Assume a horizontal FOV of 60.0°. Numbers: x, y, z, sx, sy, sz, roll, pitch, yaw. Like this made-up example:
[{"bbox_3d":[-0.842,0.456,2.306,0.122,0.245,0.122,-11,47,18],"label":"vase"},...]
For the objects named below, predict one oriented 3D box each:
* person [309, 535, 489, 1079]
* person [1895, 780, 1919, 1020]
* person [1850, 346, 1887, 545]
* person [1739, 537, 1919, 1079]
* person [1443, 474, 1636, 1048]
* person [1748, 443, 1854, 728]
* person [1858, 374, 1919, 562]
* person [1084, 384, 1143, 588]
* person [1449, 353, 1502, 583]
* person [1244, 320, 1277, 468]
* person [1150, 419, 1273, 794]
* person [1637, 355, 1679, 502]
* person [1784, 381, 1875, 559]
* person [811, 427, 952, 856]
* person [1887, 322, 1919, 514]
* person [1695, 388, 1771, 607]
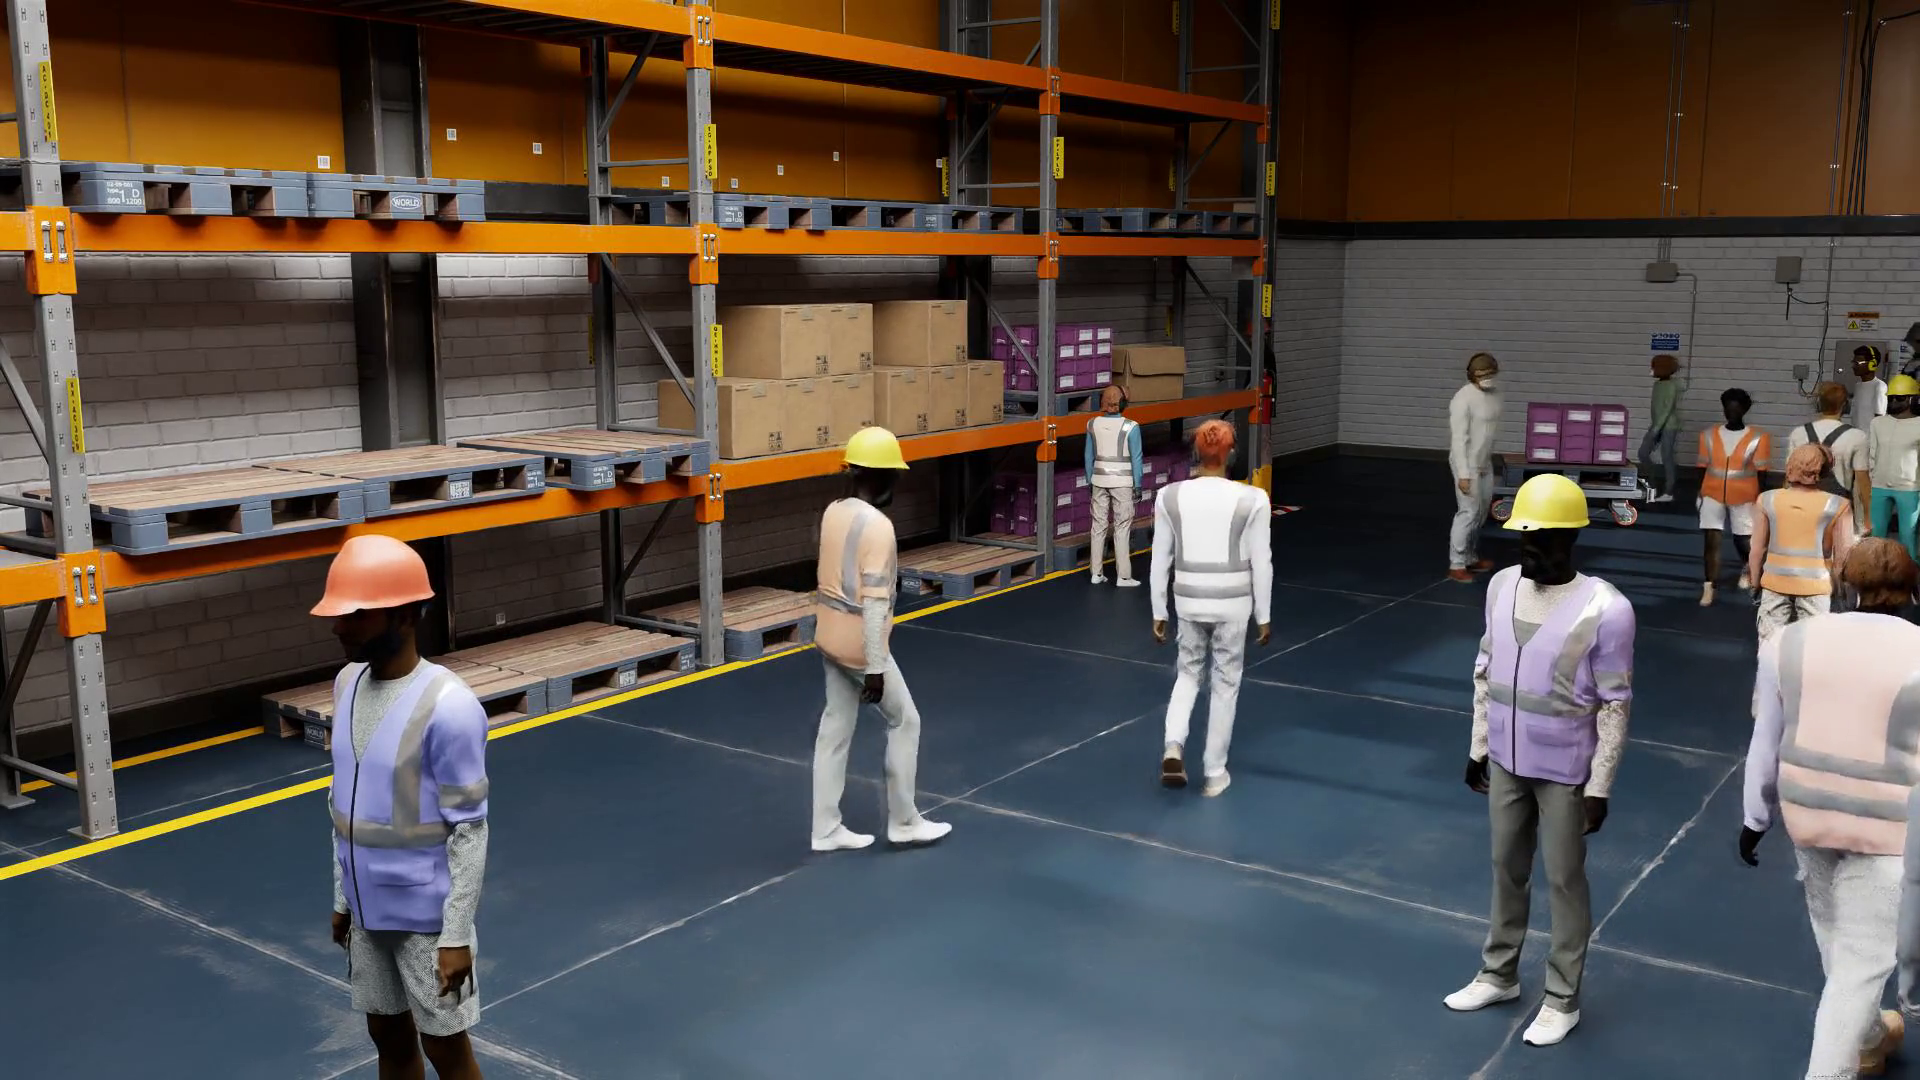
[{"bbox_3d":[-1.461,0.942,4.334,0.545,1.938,0.360,6,11,33],"label":"person"},{"bbox_3d":[2.640,1.131,4.221,0.513,1.602,0.805,8,12,39],"label":"person"},{"bbox_3d":[8.256,-0.841,15.200,0.324,1.862,0.511,1,10,4],"label":"person"},{"bbox_3d":[2.831,0.886,5.100,0.928,1.787,0.670,-7,12,-35],"label":"person"},{"bbox_3d":[1.954,0.732,5.613,0.373,1.928,0.584,-6,11,-32],"label":"person"},{"bbox_3d":[4.596,0.287,9.123,0.523,1.638,0.310,8,13,40],"label":"person"},{"bbox_3d":[7.171,-0.387,12.763,0.311,1.768,0.532,-7,12,-34],"label":"person"},{"bbox_3d":[1.236,-0.429,13.389,0.525,1.639,0.307,7,12,36],"label":"person"},{"bbox_3d":[4.217,-0.592,13.618,0.444,1.891,0.793,9,13,43],"label":"person"},{"bbox_3d":[3.346,-1.483,18.623,0.392,1.990,0.612,3,10,19],"label":"person"},{"bbox_3d":[1.214,0.347,8.081,0.582,1.867,0.512,4,10,24],"label":"person"},{"bbox_3d":[7.593,-1.204,18.084,0.507,1.608,0.494,-1,10,-6],"label":"person"},{"bbox_3d":[5.973,-0.177,11.388,0.869,1.813,0.512,-8,12,-40],"label":"person"},{"bbox_3d":[-0.341,0.449,7.362,0.762,1.898,0.625,-5,11,-28],"label":"person"},{"bbox_3d":[10.035,-1.273,17.218,0.868,2.000,0.686,2,10,11],"label":"person"},{"bbox_3d":[5.930,-0.341,12.768,0.537,1.671,0.707,7,12,36],"label":"person"}]
